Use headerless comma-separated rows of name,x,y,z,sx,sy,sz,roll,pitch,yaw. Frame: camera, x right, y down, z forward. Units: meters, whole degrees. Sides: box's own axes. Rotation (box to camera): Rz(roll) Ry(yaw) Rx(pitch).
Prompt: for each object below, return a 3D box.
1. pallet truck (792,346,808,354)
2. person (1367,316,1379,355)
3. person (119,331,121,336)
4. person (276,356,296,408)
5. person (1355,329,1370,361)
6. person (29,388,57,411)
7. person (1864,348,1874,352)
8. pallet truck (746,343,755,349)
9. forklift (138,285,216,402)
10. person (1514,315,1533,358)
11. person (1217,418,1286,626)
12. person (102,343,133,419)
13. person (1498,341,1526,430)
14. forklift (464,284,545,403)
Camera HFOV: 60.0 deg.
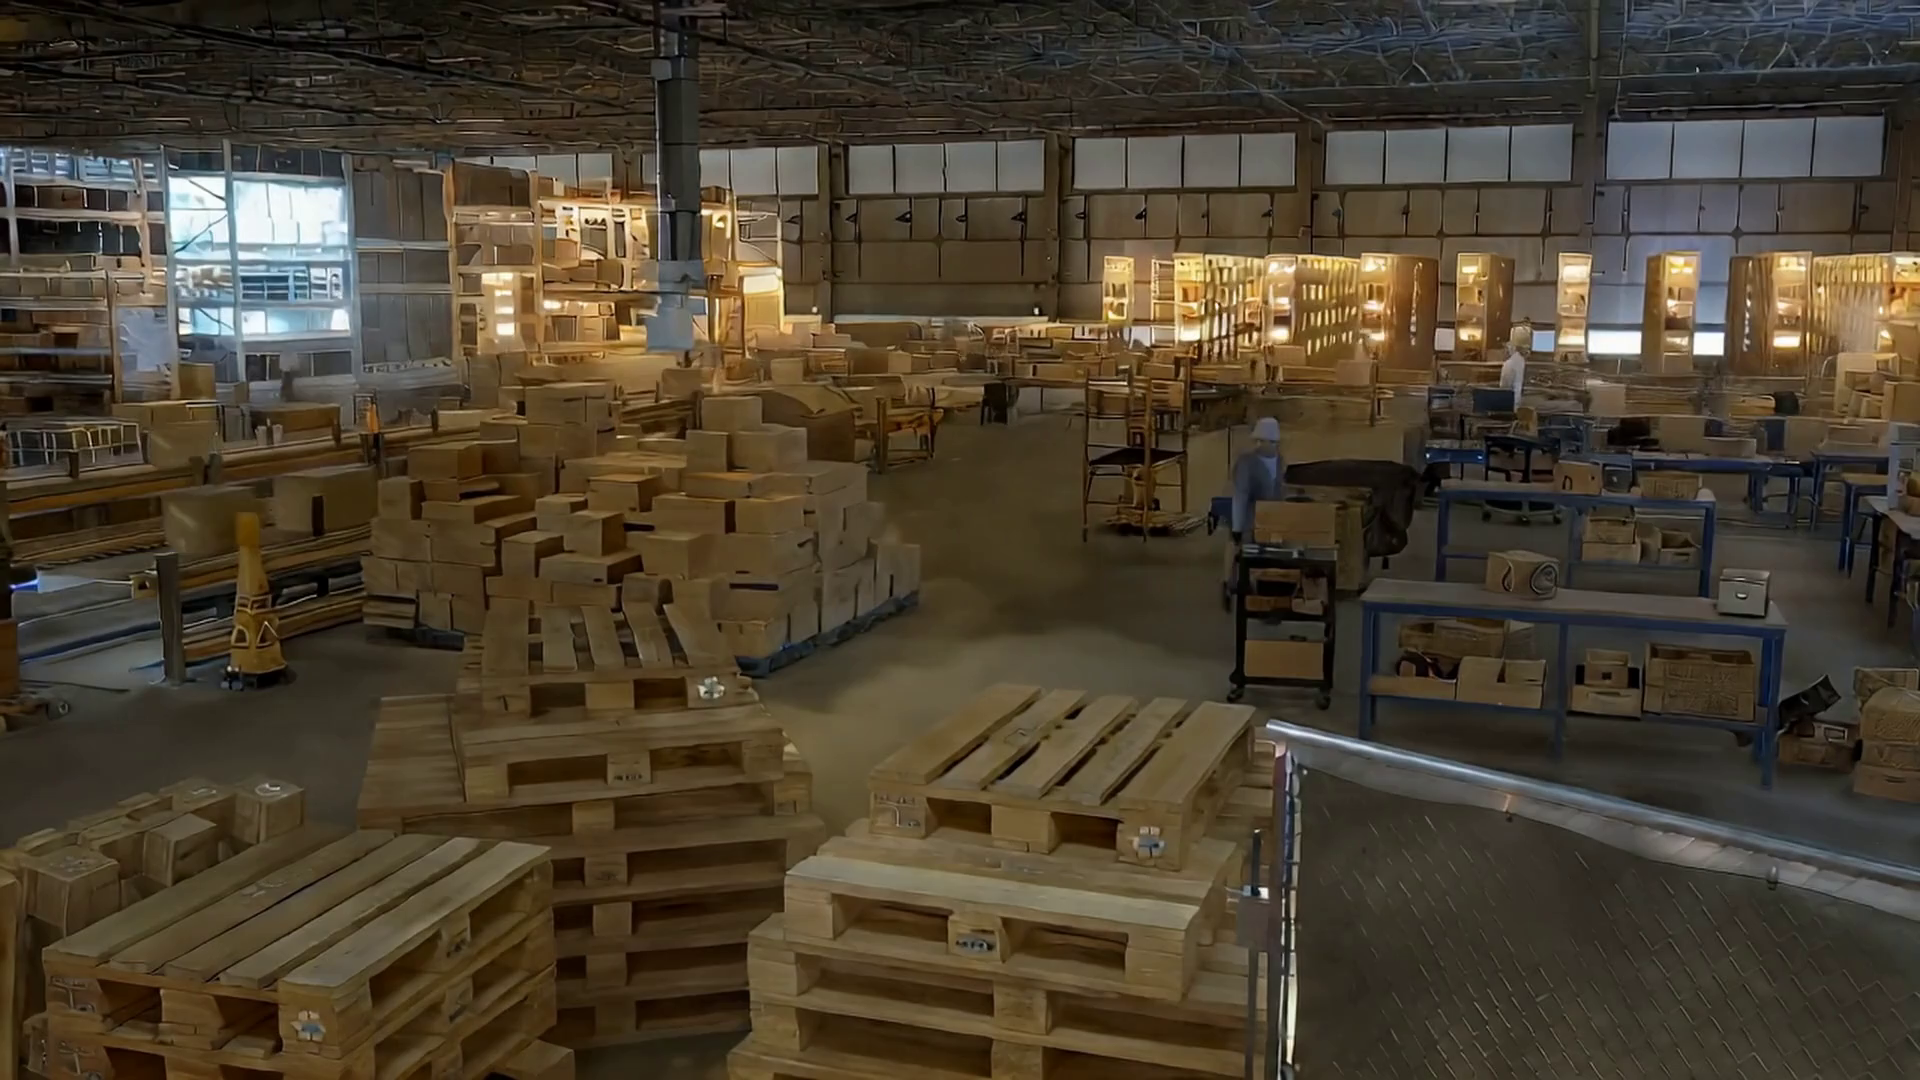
pallet truck,-3.705,-4.298,42.022,0.653,1.274,1.630,3,10,20
person,12.619,-6.032,50.729,0.611,1.996,0.378,-8,12,-42
person,-20.644,-4.297,40.717,0.545,1.716,0.928,3,9,16
person,-11.869,-2.392,29.049,0.669,1.610,0.526,-4,10,-25
person,9.926,-4.347,41.040,0.953,1.712,0.542,4,10,23
person,-15.590,-2.255,28.216,0.508,1.609,0.686,3,9,16
person,25.403,-5.243,46.402,0.970,1.803,0.587,4,10,21
pallet truck,-6.183,-4.618,44.264,1.601,1.201,0.680,-9,12,-43
forklift,-17.480,-4.200,36.461,1.873,2.768,1.129,3,10,19
person,16.949,-5.835,50.005,0.599,1.830,0.404,-2,9,-12
person,2.580,-0.162,14.449,0.598,1.818,0.513,-8,12,-42
person,-14.307,-2.415,28.268,0.398,1.925,0.543,4,10,24
person,9.470,-2.467,28.645,0.401,1.904,0.640,7,11,36
forklift,-10.832,-4.702,39.610,1.129,2.768,1.873,3,10,20
